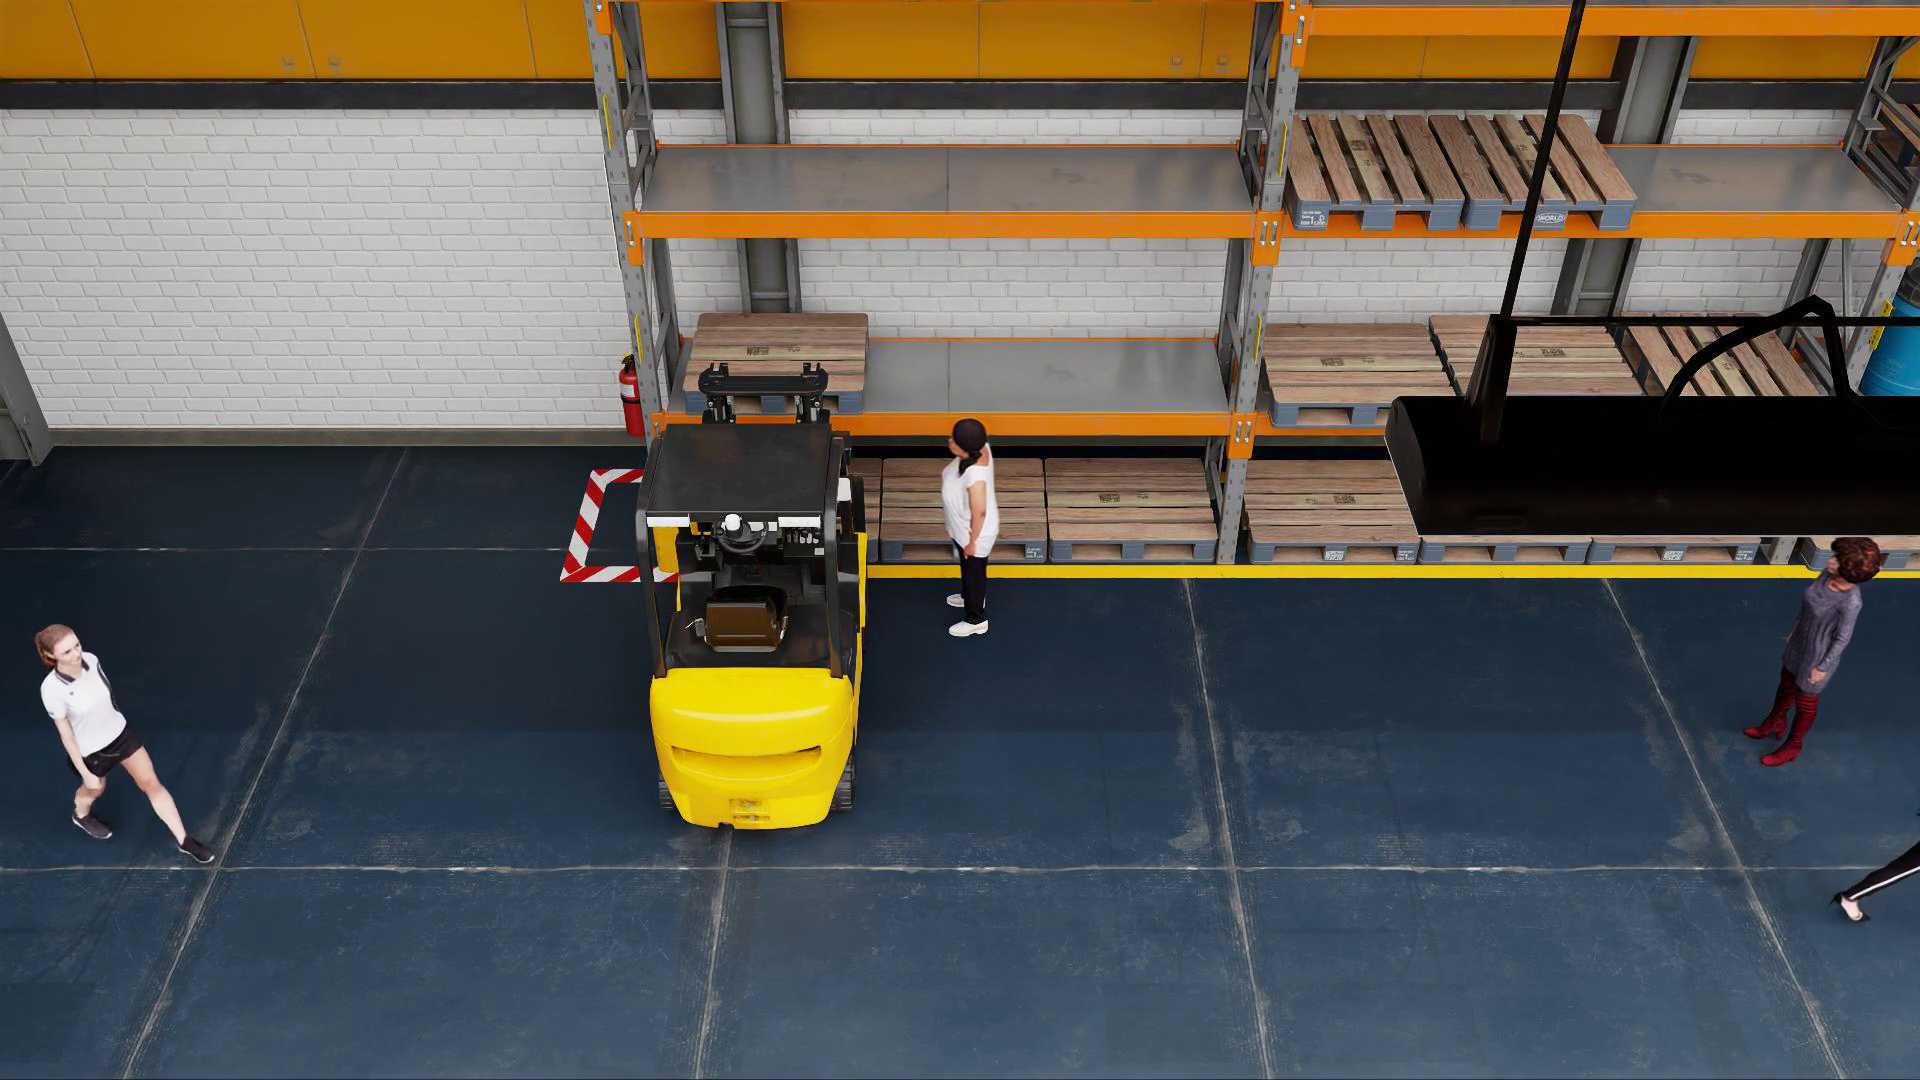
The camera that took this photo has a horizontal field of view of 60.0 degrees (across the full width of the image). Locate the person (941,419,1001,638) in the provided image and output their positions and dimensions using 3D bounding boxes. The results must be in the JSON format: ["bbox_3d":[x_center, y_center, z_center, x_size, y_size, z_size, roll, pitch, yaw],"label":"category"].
[{"bbox_3d":[0.058,-0.104,11.015,0.596,1.687,0.643,1,39,2],"label":"person"}]

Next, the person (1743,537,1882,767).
[{"bbox_3d":[5.154,0.667,10.032,0.500,1.710,0.574,1,39,2],"label":"person"}]

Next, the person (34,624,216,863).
[{"bbox_3d":[-4.935,1.161,9.418,1.244,1.705,0.896,14,41,16],"label":"person"}]
